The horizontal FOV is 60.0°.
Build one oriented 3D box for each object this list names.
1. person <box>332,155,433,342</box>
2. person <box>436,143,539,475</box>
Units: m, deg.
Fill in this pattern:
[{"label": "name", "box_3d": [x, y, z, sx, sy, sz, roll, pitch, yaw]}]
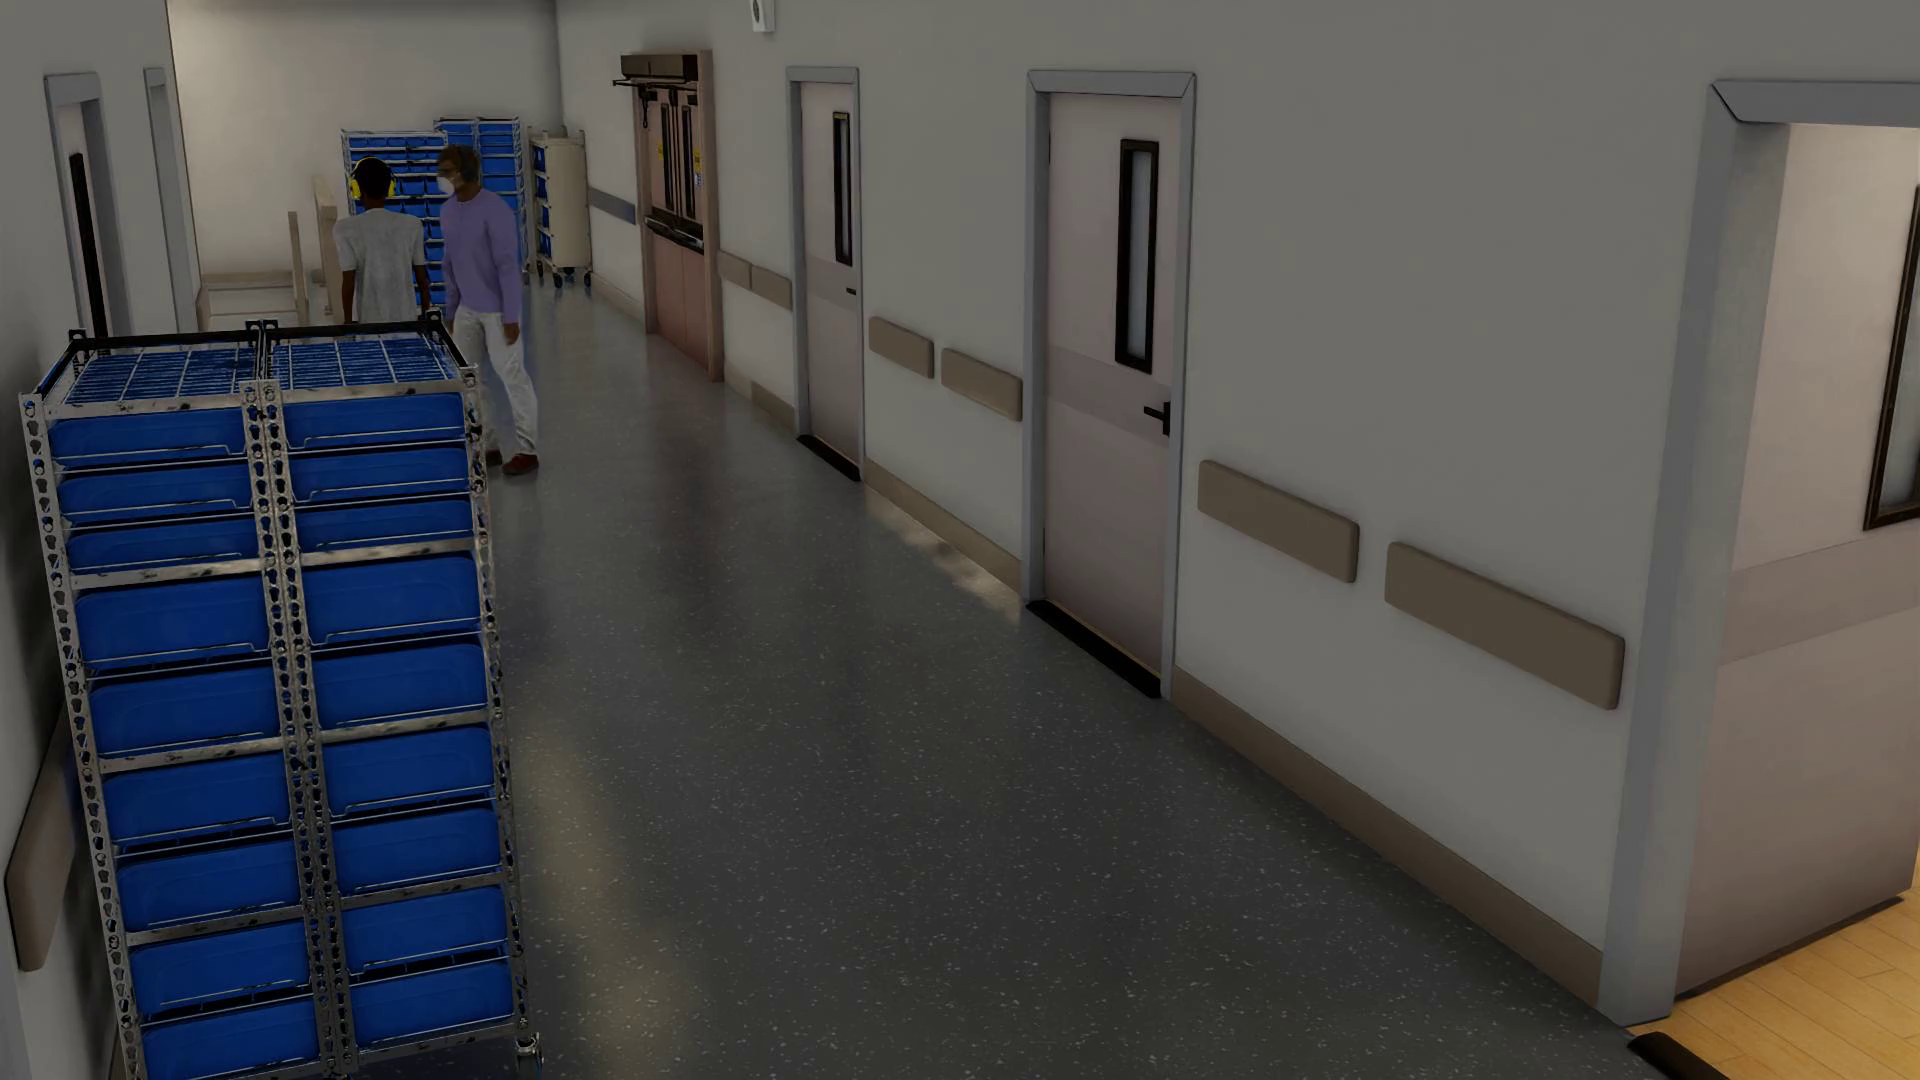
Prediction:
[{"label": "person", "box_3d": [-3.187, -1.178, 9.239, 0.513, 1.871, 0.329, -12, 20, -36]}, {"label": "person", "box_3d": [-2.770, -1.322, 9.663, 0.637, 1.918, 0.443, 13, 21, 38]}]
